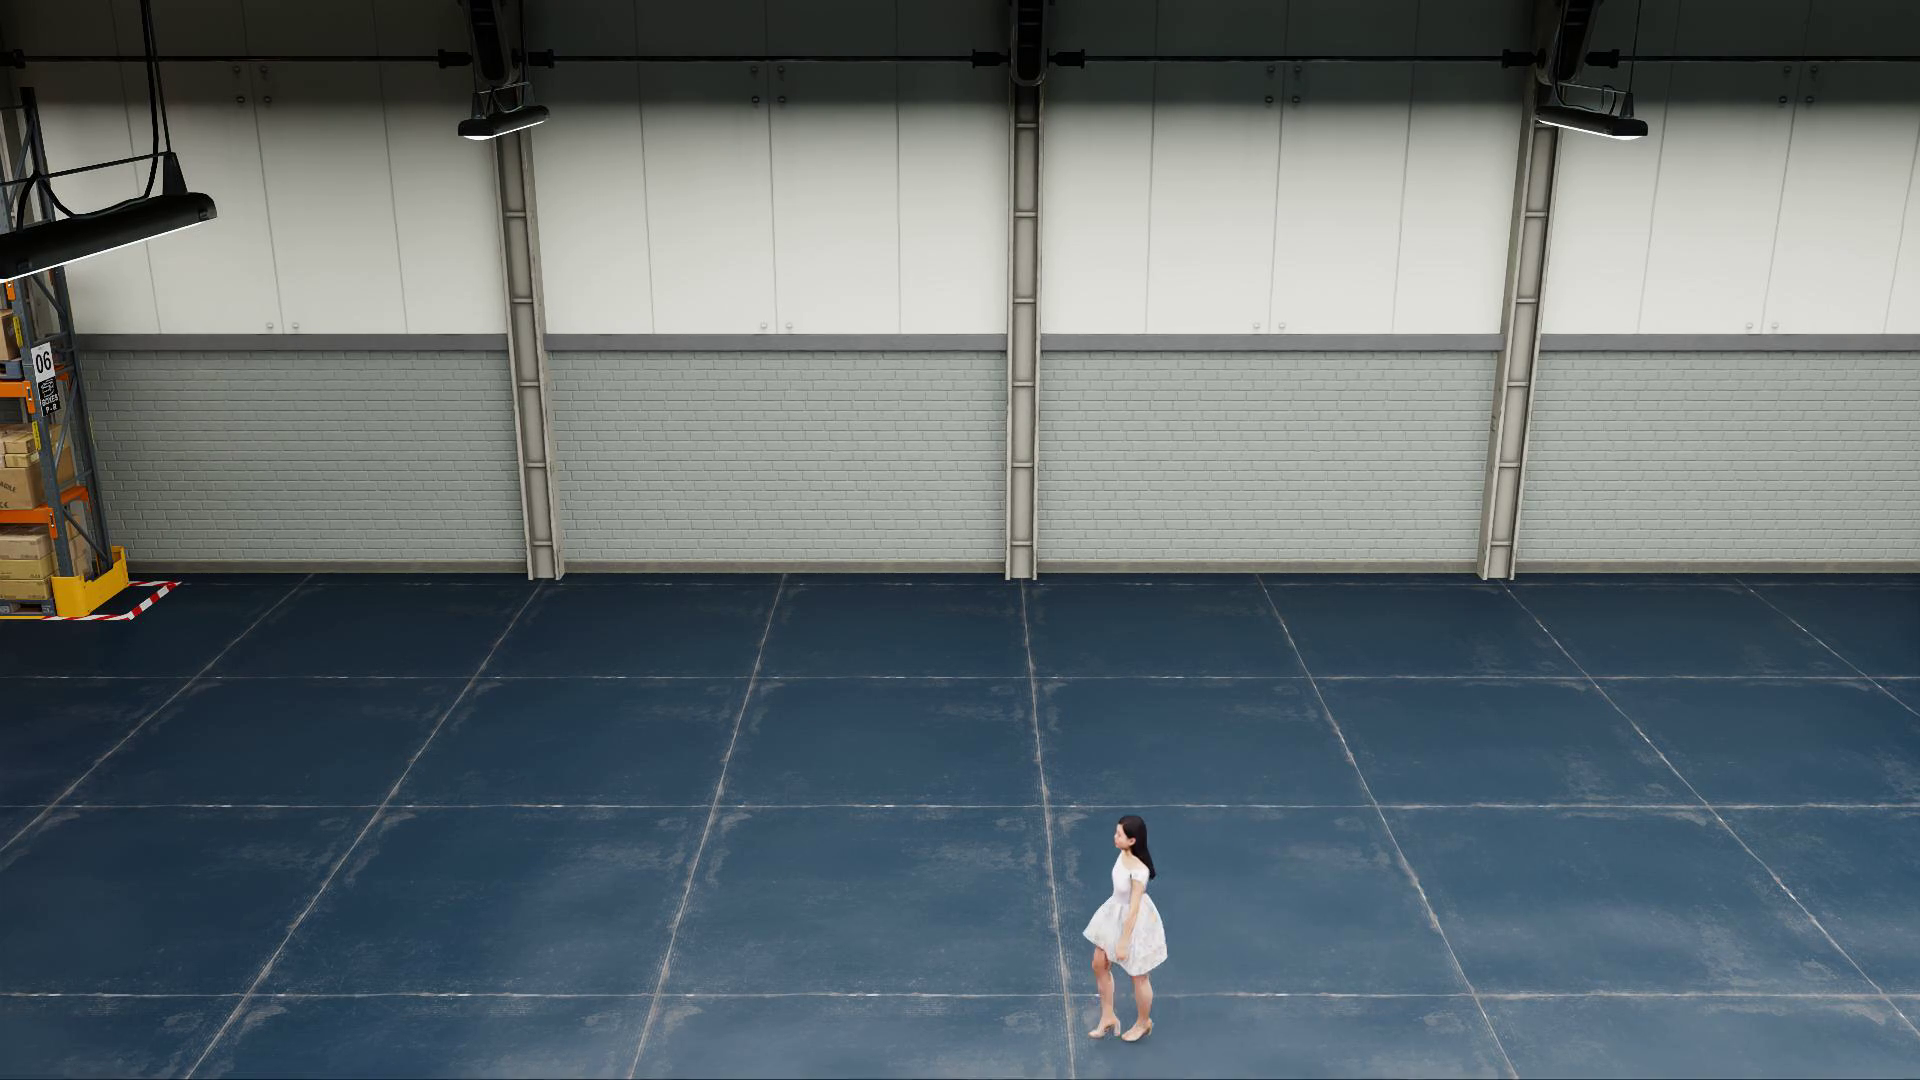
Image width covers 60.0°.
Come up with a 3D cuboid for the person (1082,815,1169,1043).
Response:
[{"bbox_3d":[1.248,2.676,11.362,0.819,1.759,0.704,-3,18,-9],"label":"person"}]
